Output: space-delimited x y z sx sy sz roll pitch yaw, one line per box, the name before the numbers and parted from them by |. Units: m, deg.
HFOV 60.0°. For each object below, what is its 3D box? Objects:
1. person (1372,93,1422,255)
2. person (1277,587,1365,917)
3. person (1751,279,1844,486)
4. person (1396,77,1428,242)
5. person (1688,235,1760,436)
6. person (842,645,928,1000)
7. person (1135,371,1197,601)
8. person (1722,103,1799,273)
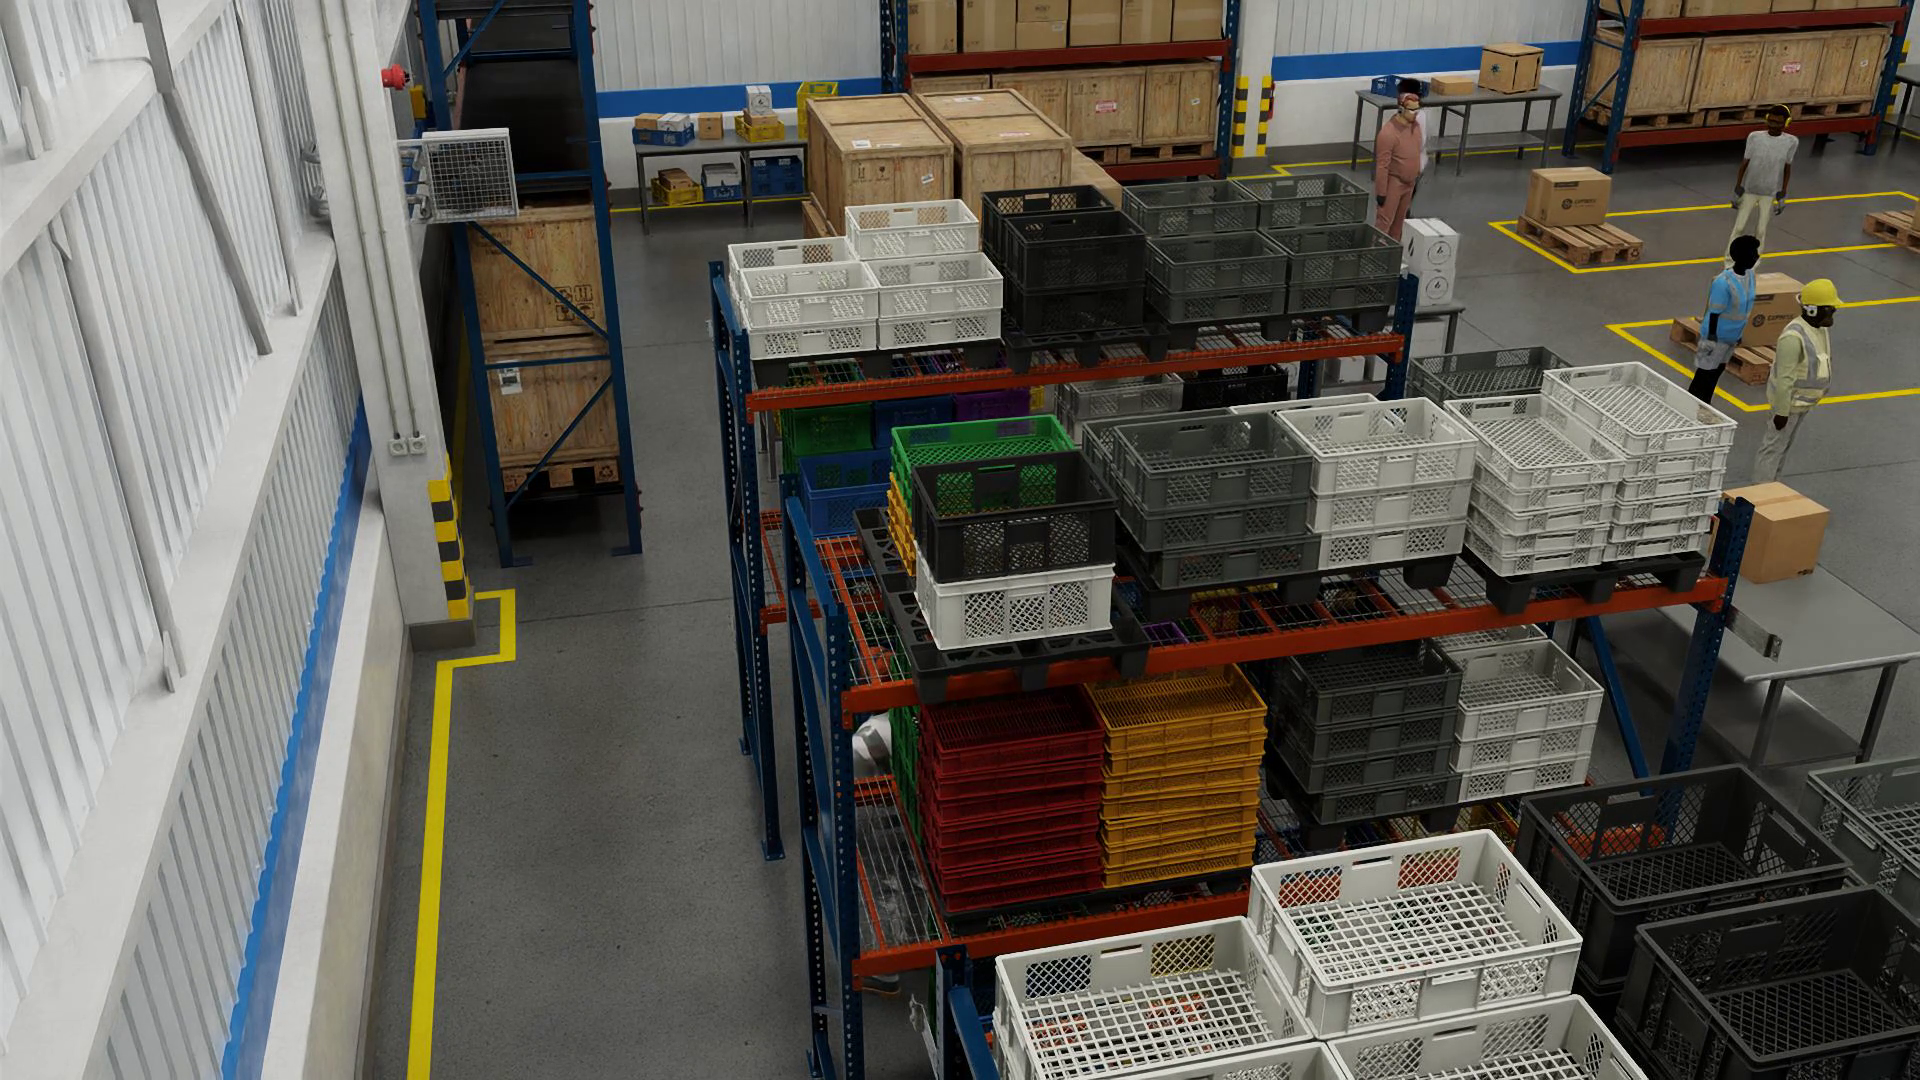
person | 4.559 -3.695 17.300 0.631 1.899 0.404 -25 36 -38
person | 1.831 1.092 8.181 0.626 1.932 0.364 11 30 21
person | 6.197 -1.050 12.341 0.404 1.837 0.590 22 35 36
person | 4.783 -3.995 17.859 0.441 1.900 0.621 12 30 22
person | 6.291 -1.693 13.708 0.535 1.697 0.322 -20 34 -33
person | -0.341 1.319 7.799 0.355 1.882 0.576 18 33 31
person | 1.375 -0.289 10.892 0.429 1.842 0.635 -18 33 -31
person | 8.193 -3.537 17.033 0.519 1.865 0.327 11 30 20
